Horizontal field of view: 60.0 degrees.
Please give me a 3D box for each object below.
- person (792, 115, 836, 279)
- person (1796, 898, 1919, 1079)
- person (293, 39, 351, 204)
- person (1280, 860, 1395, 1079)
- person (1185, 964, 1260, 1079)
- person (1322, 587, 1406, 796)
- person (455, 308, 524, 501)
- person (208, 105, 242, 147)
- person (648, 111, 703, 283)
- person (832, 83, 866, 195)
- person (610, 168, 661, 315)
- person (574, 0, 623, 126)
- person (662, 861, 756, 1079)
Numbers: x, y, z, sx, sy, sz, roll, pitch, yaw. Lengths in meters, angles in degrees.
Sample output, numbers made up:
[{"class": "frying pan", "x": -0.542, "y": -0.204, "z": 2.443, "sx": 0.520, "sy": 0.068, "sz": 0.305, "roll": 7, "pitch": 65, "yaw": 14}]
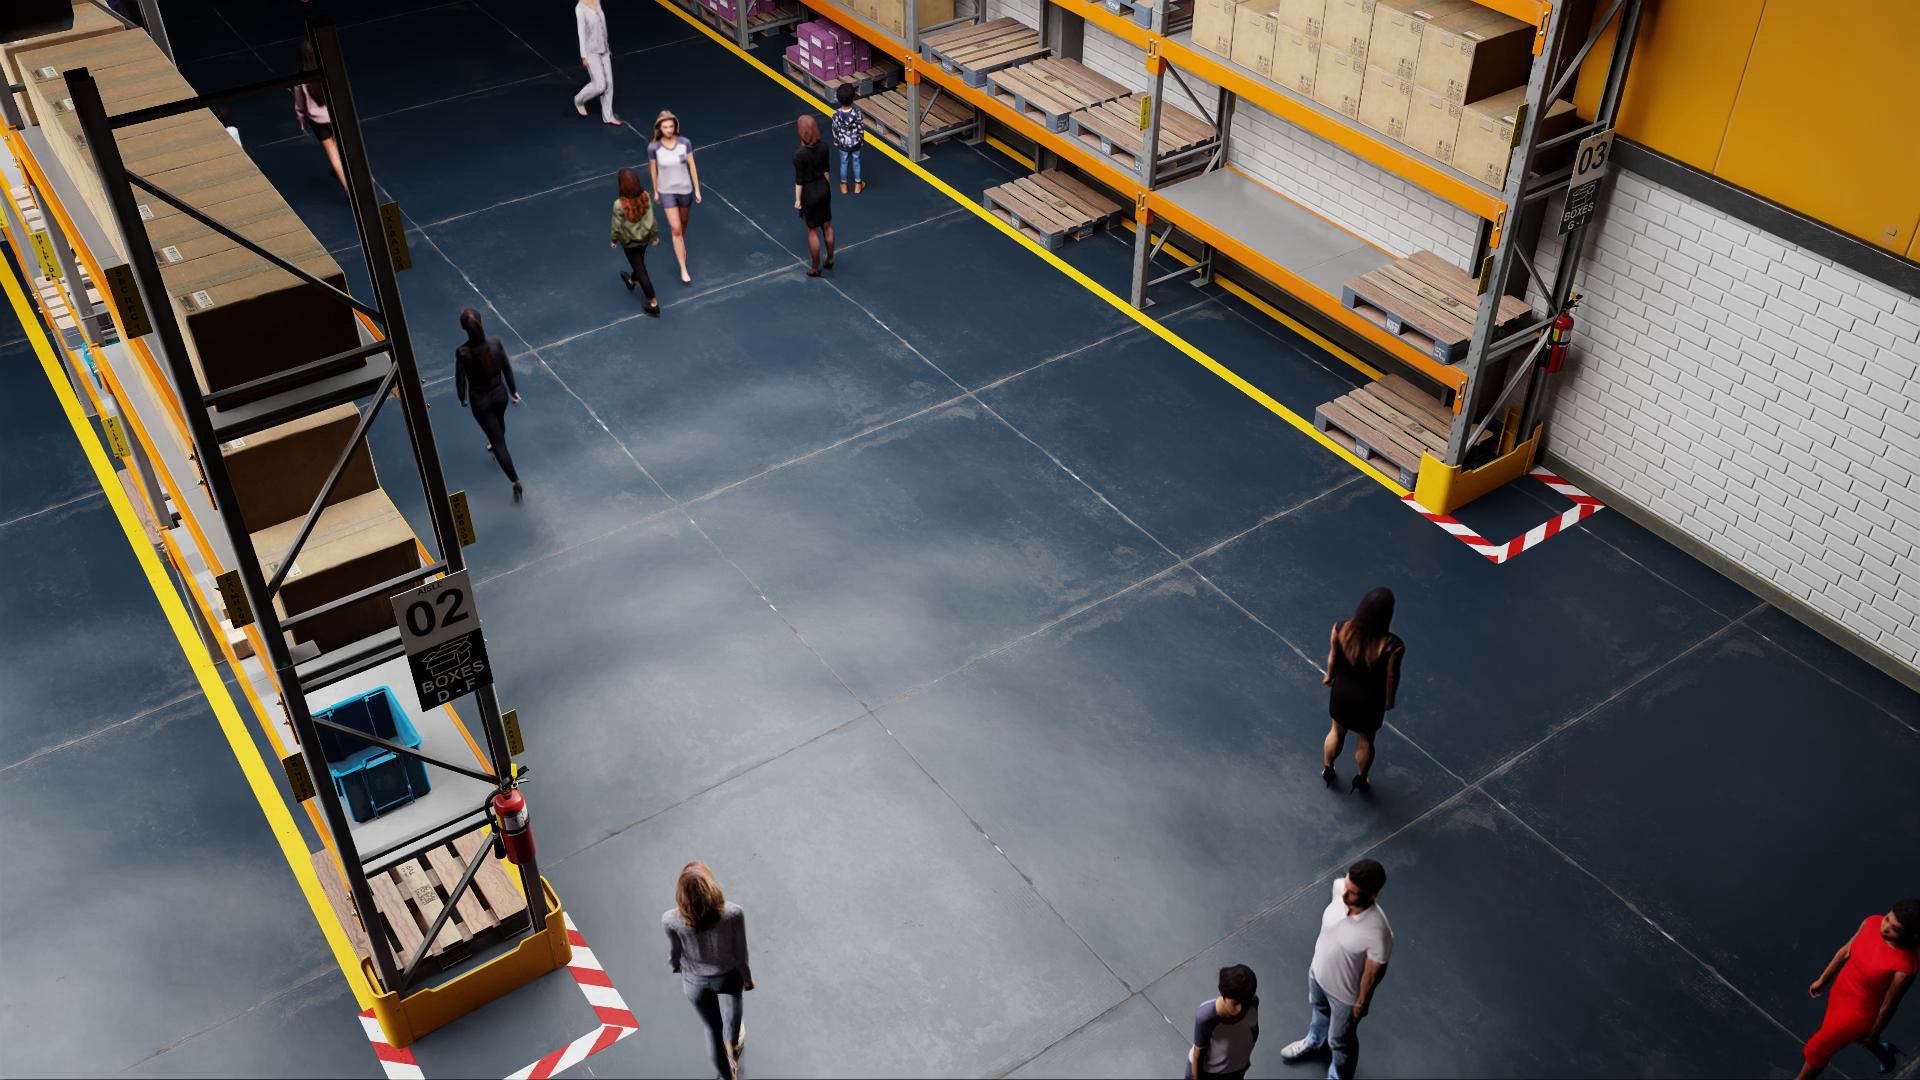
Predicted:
[{"class": "person", "x": -1.449, "y": -3.419, "z": 16.568, "sx": 0.617, "sy": 1.703, "sz": 0.549, "roll": -31, "pitch": 48, "yaw": -33}, {"class": "person", "x": 4.971, "y": 2.539, "z": 9.099, "sx": 0.976, "sy": 1.715, "sz": 1.036, "roll": -3, "pitch": 39, "yaw": -3}, {"class": "person", "x": -6.738, "y": -4.411, "z": 17.750, "sx": 0.652, "sy": 1.778, "sz": 0.992, "roll": -25, "pitch": 45, "yaw": -28}, {"class": "person", "x": 2.118, "y": 2.391, "z": 9.168, "sx": 0.796, "sy": 1.860, "sz": 0.622, "roll": -10, "pitch": 40, "yaw": -13}, {"class": "person", "x": 1.388, "y": 2.782, "z": 8.913, "sx": 0.575, "sy": 1.565, "sz": 0.540, "roll": -20, "pitch": 43, "yaw": -23}, {"class": "person", "x": 2.643, "y": 1.014, "z": 11.006, "sx": 0.679, "sy": 1.718, "sz": 0.799, "roll": 21, "pitch": 43, "yaw": 24}, {"class": "person", "x": -3.836, "y": -1.079, "z": 13.677, "sx": 0.590, "sy": 1.655, "sz": 1.033, "roll": -23, "pitch": 44, "yaw": -27}, {"class": "person", "x": -7.701, "y": -4.008, "z": 17.675, "sx": 0.569, "sy": 1.244, "sz": 0.775, "roll": -32, "pitch": 48, "yaw": -33}, {"class": "person", "x": -2.864, "y": -3.524, "z": 16.713, "sx": 0.833, "sy": 1.687, "sz": 1.147, "roll": -12, "pitch": 40, "yaw": -14}, {"class": "person", "x": -1.213, "y": -4.381, "z": 18.136, "sx": 0.587, "sy": 1.251, "sz": 0.636, "roll": 1, "pitch": 39, "yaw": 1}, {"class": "person", "x": -3.092, "y": -2.858, "z": 16.080, "sx": 1.014, "sy": 1.435, "sz": 0.720, "roll": 30, "pitch": 48, "yaw": 32}, {"class": "person", "x": -4.318, "y": -5.704, "z": 19.381, "sx": 0.911, "sy": 1.762, "sz": 0.807, "roll": 15, "pitch": 41, "yaw": 18}, {"class": "person", "x": -1.354, "y": 2.478, "z": 9.123, "sx": 0.780, "sy": 1.779, "sz": 0.849, "roll": -4, "pitch": 39, "yaw": -5}]
